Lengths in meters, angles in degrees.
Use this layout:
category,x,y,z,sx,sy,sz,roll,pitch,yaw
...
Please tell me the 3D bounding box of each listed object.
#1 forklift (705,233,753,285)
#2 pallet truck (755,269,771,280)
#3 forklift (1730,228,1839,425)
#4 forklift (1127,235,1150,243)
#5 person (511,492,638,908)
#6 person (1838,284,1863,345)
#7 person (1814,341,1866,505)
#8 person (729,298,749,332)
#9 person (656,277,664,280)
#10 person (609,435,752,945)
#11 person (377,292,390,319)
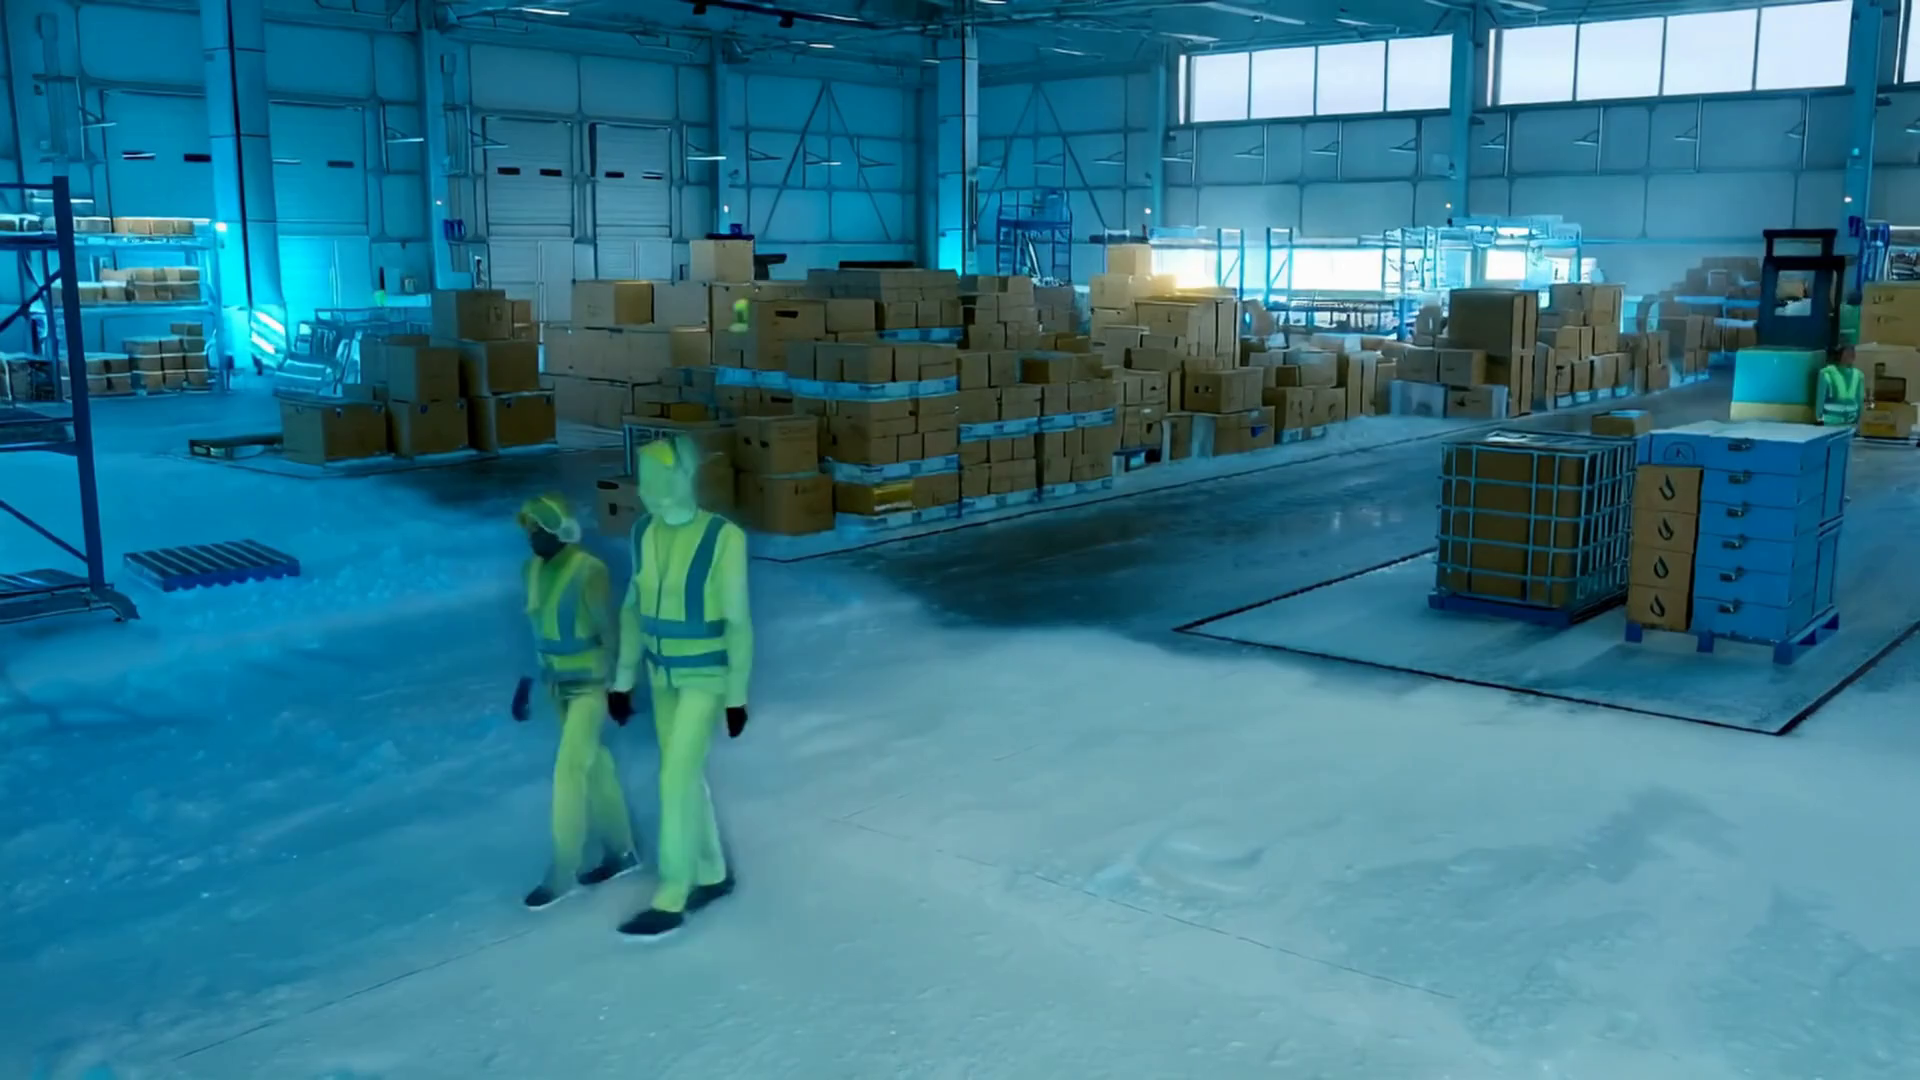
category,x,y,z,sx,sy,sz,roll,pitch,yaw
forklift,-4.442,-4.533,32.201,1.873,2.768,1.129,8,13,40
pallet truck,-4.996,-6.432,45.525,1.885,1.965,0.823,-6,12,-32
forklift,12.171,-3.147,24.311,1.129,2.768,1.873,8,13,40
forklift,4.031,-5.554,38.013,1.873,2.768,1.129,2,10,14
person,-1.557,0.611,6.495,0.526,1.608,0.688,9,14,43
person,15.527,-3.478,28.918,0.582,1.921,0.398,2,10,12
person,8.795,-1.188,16.708,0.530,1.620,0.580,0,10,-2
person,-2.720,-2.069,20.866,0.419,1.929,0.660,-9,13,-41
person,-6.467,-4.717,35.975,0.639,1.927,0.387,-5,11,-25
person,-1.120,0.556,6.137,0.613,1.863,0.768,8,13,39
person,-11.977,-4.337,34.592,0.893,1.650,0.530,0,10,2
